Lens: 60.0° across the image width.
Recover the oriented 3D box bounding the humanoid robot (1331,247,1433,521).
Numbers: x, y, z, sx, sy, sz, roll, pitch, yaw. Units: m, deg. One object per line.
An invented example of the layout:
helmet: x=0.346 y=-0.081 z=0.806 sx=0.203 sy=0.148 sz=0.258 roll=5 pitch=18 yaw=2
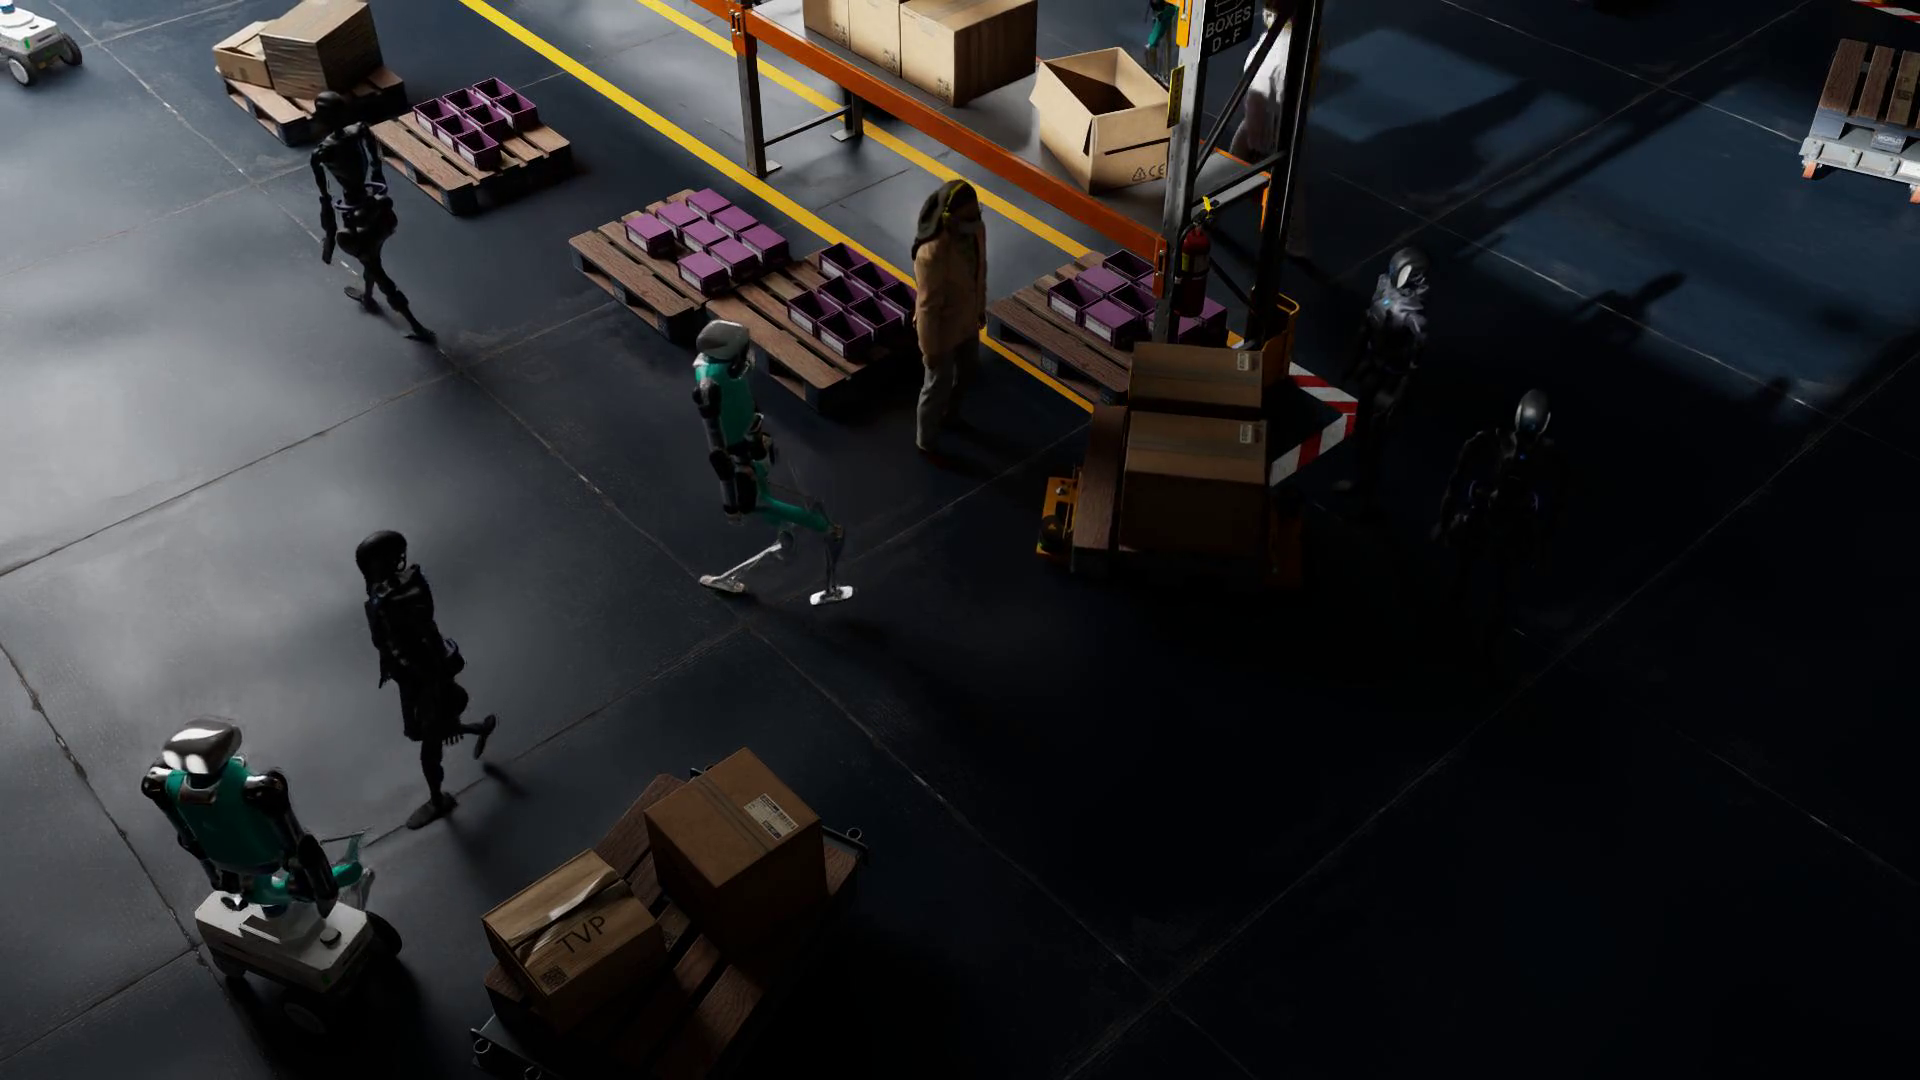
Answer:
humanoid robot: x=2.266 y=-0.858 z=8.979 sx=0.365 sy=1.653 sz=0.599 roll=-12 pitch=44 yaw=-13

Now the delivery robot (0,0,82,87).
delivery robot: x=-7.467 y=-3.988 z=13.217 sx=0.792 sy=0.589 sz=0.499 roll=22 pitch=47 yaw=22

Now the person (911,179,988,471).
person: x=-0.053 y=-1.197 z=9.238 sx=0.444 sy=1.855 sz=0.565 roll=24 pitch=48 yaw=24

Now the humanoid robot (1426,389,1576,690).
humanoid robot: x=2.615 y=-0.051 z=8.123 sx=0.608 sy=1.637 sz=0.613 roll=12 pitch=44 yaw=13

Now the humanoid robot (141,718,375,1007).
humanoid robot: x=-2.683 y=1.230 z=6.666 sx=0.546 sy=1.788 sz=0.671 roll=5 pitch=43 yaw=5

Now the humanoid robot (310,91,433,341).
humanoid robot: x=-3.722 y=-1.987 z=10.249 sx=0.781 sy=1.631 sz=0.604 roll=17 pitch=45 yaw=18

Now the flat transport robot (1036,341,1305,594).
flat transport robot: x=1.168 y=-0.088 z=9.190 sx=1.431 sy=0.231 sz=0.659 roll=6 pitch=43 yaw=6

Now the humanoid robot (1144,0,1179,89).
humanoid robot: x=1.581 y=-4.155 z=12.578 sx=0.544 sy=1.842 sz=0.760 roll=-15 pitch=45 yaw=-16

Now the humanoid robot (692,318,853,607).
humanoid robot: x=-0.864 y=-0.295 z=8.376 sx=1.040 sy=1.776 sz=0.541 roll=8 pitch=43 yaw=8

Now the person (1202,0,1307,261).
person: x=2.010 y=-2.780 z=10.949 sx=0.658 sy=1.844 sz=1.021 roll=-32 pitch=51 yaw=-30

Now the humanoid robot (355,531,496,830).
humanoid robot: x=-2.400 y=0.599 z=7.419 sx=0.609 sy=1.637 sz=0.578 roll=31 pitch=51 yaw=30

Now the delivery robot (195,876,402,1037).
delivery robot: x=-2.808 y=1.703 z=7.046 sx=0.791 sy=0.614 sz=0.499 roll=16 pitch=45 yaw=17
